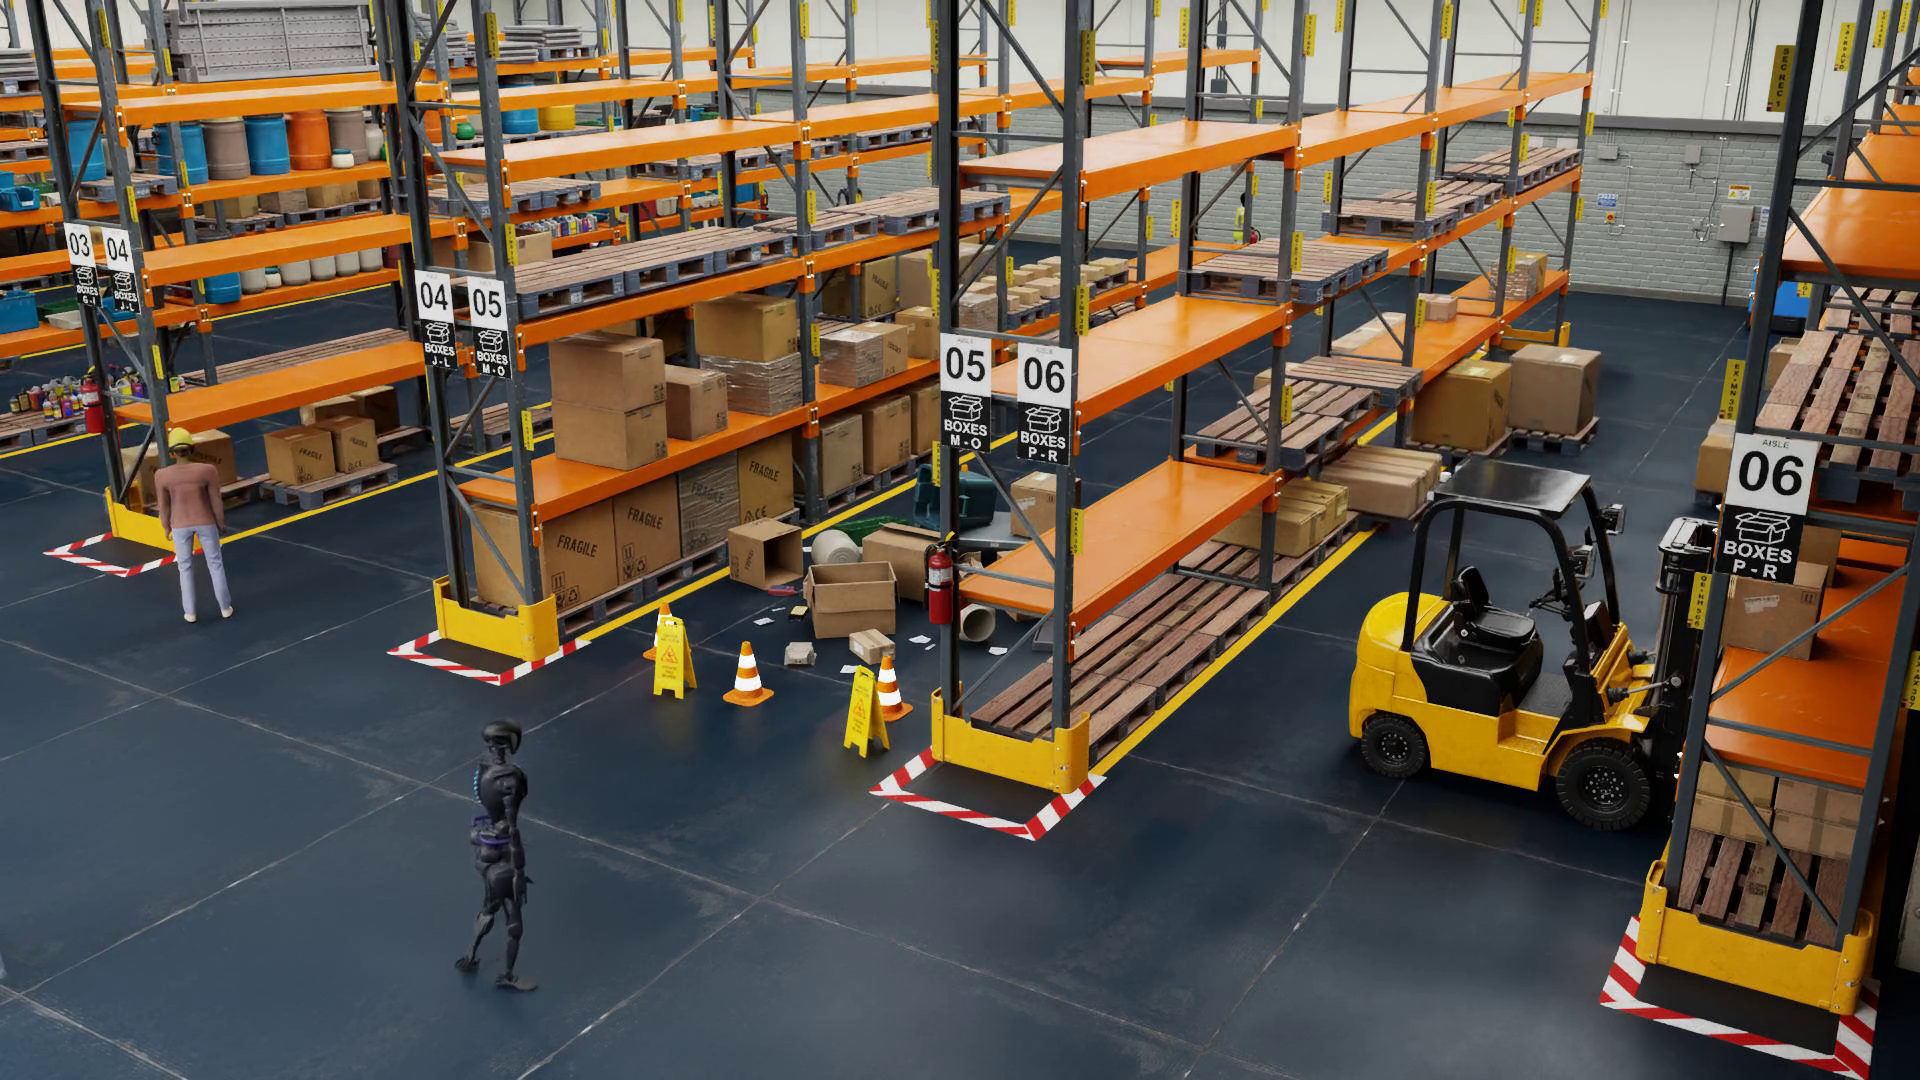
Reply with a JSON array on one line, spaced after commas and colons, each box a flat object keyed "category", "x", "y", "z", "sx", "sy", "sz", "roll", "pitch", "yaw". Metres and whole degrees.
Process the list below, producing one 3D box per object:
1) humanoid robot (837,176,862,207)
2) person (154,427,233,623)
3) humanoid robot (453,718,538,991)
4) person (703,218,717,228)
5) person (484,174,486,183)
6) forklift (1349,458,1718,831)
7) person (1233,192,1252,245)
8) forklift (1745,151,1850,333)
[{"category": "humanoid robot", "x": -2.182, "y": -6.426, "z": 33.036, "sx": 0.612, "sy": 1.643, "sz": 0.336, "roll": -10, "pitch": 21, "yaw": -26}, {"category": "person", "x": -6.790, "y": -0.137, "z": 14.738, "sx": 0.519, "sy": 1.758, "sz": 0.340, "roll": -8, "pitch": 21, "yaw": -22}, {"category": "humanoid robot", "x": -2.645, "y": 1.767, "z": 9.353, "sx": 0.466, "sy": 1.640, "sz": 0.587, "roll": -11, "pitch": 22, "yaw": -28}, {"category": "person", "x": -5.240, "y": -7.062, "z": 34.864, "sx": 0.491, "sy": 1.688, "sz": 0.348, "roll": -6, "pitch": 20, "yaw": -16}, {"category": "person", "x": -10.226, "y": -7.675, "z": 36.528, "sx": 0.370, "sy": 1.774, "sz": 0.662, "roll": -11, "pitch": 22, "yaw": -30}, {"category": "forklift", "x": 3.988, "y": 0.658, "z": 11.776, "sx": 2.313, "sy": 2.155, "sz": 1.214, "roll": 11, "pitch": 22, "yaw": 29}, {"category": "person", "x": 5.159, "y": -5.510, "z": 30.374, "sx": 0.320, "sy": 1.683, "sz": 0.538, "roll": 0, "pitch": 19, "yaw": -1}, {"category": "forklift", "x": 13.620, "y": -4.667, "z": 26.137, "sx": 1.873, "sy": 2.768, "sz": 1.129, "roll": 11, "pitch": 22, "yaw": 29}]
